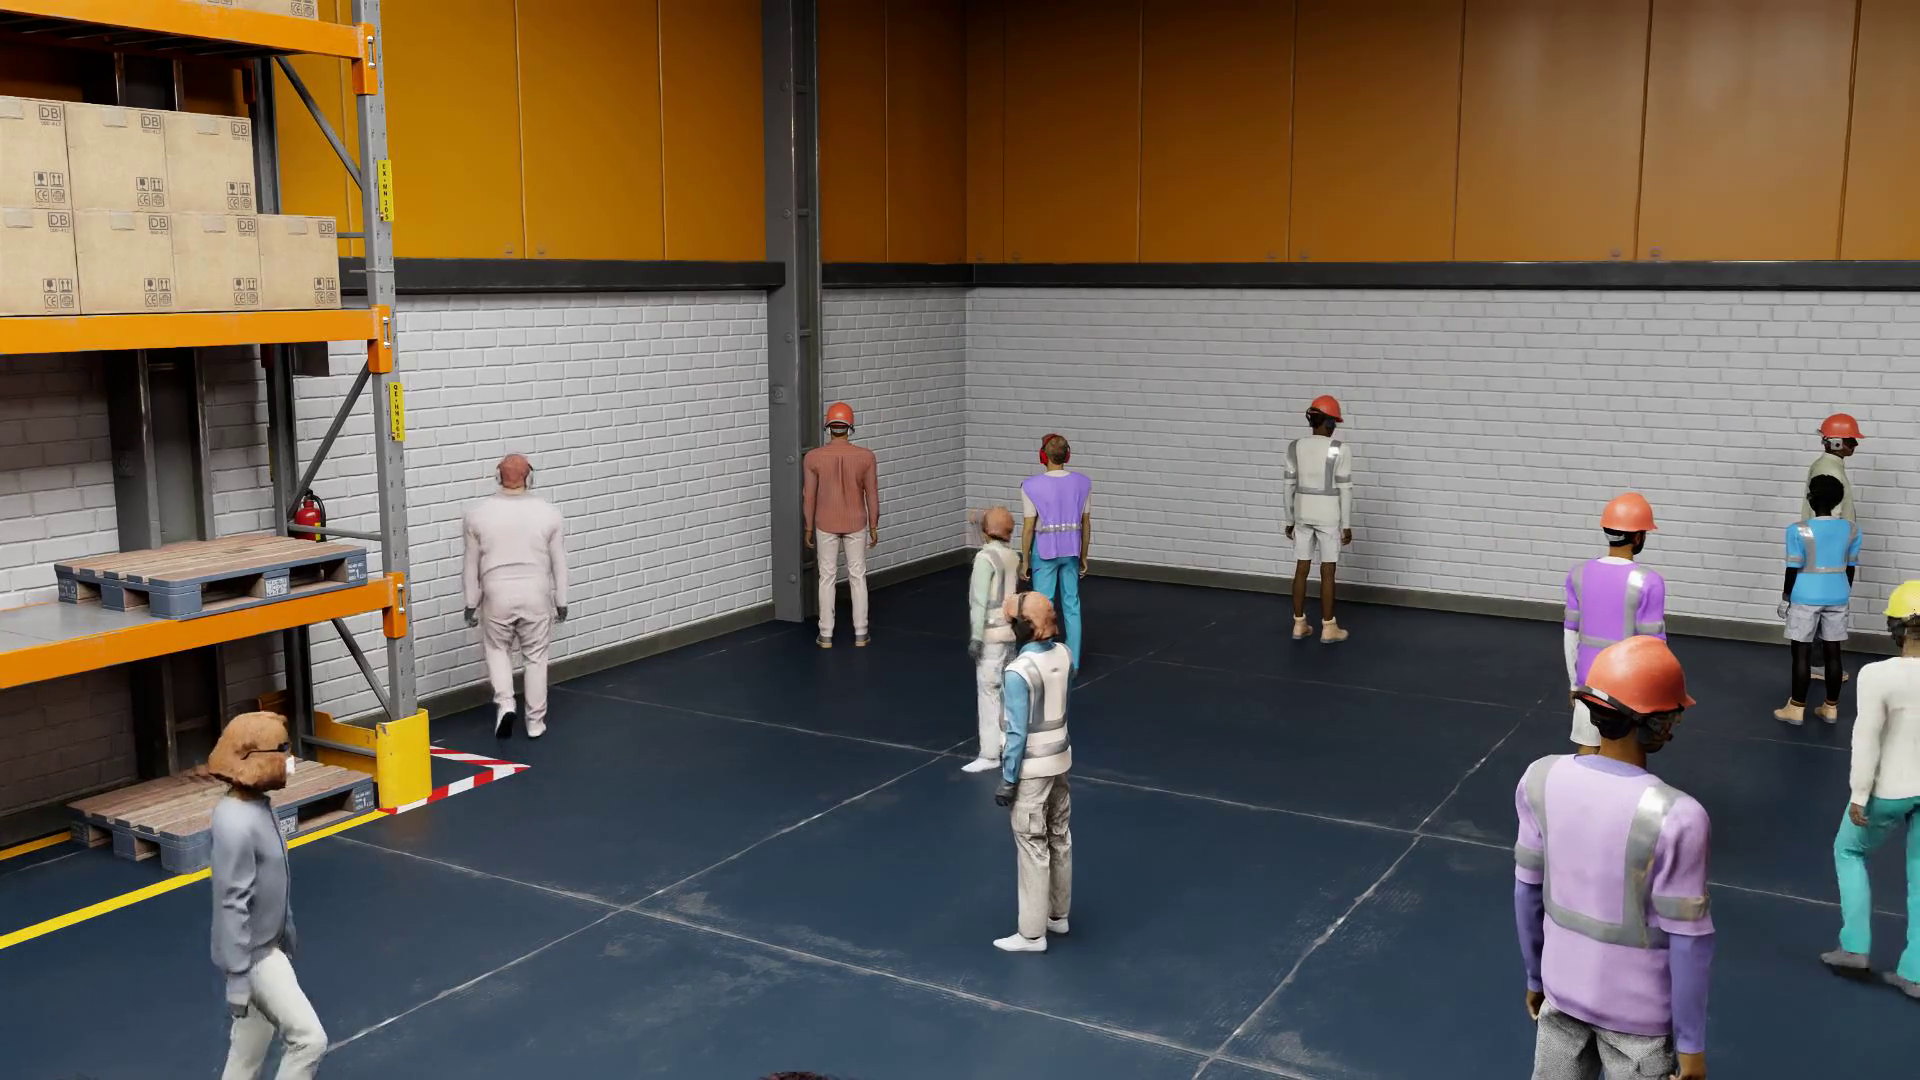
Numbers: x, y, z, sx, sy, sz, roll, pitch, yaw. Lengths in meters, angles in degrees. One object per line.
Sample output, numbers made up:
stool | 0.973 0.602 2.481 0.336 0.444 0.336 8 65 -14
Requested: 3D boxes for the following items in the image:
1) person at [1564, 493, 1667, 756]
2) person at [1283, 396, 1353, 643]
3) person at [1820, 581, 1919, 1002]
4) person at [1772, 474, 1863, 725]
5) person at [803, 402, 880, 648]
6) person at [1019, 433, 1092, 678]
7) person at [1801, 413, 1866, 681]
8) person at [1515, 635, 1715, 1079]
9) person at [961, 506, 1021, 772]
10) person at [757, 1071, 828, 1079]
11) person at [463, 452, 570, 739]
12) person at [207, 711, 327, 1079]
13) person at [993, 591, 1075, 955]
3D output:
person | 3.318 0.726 8.408 0.364 1.939 0.542 -6 11 -34
person | 2.966 -0.172 13.724 0.606 2.033 0.403 8 12 40
person | 3.966 1.042 7.034 0.528 1.744 0.572 0 9 -3
person | 5.757 0.402 11.175 0.535 1.700 0.318 -1 9 -8
person | -0.965 -0.118 13.497 0.622 1.993 0.382 -1 9 -8
person | 0.712 0.133 12.388 0.565 1.850 0.390 -4 10 -22
person | 6.512 0.046 12.479 0.381 1.994 0.622 3 10 17
person | 1.836 1.273 4.673 0.374 2.044 0.605 -6 11 -31
person | 0.255 0.607 10.153 0.392 1.618 0.584 4 10 22
person | -0.037 1.701 2.546 0.765 1.872 0.401 4 10 24
person | -2.864 0.372 10.761 0.680 1.892 0.442 -2 9 -14
person | -2.251 1.352 5.474 0.525 1.610 0.538 -3 10 -17
person | 0.338 1.030 7.438 0.311 1.640 0.514 6 11 32
